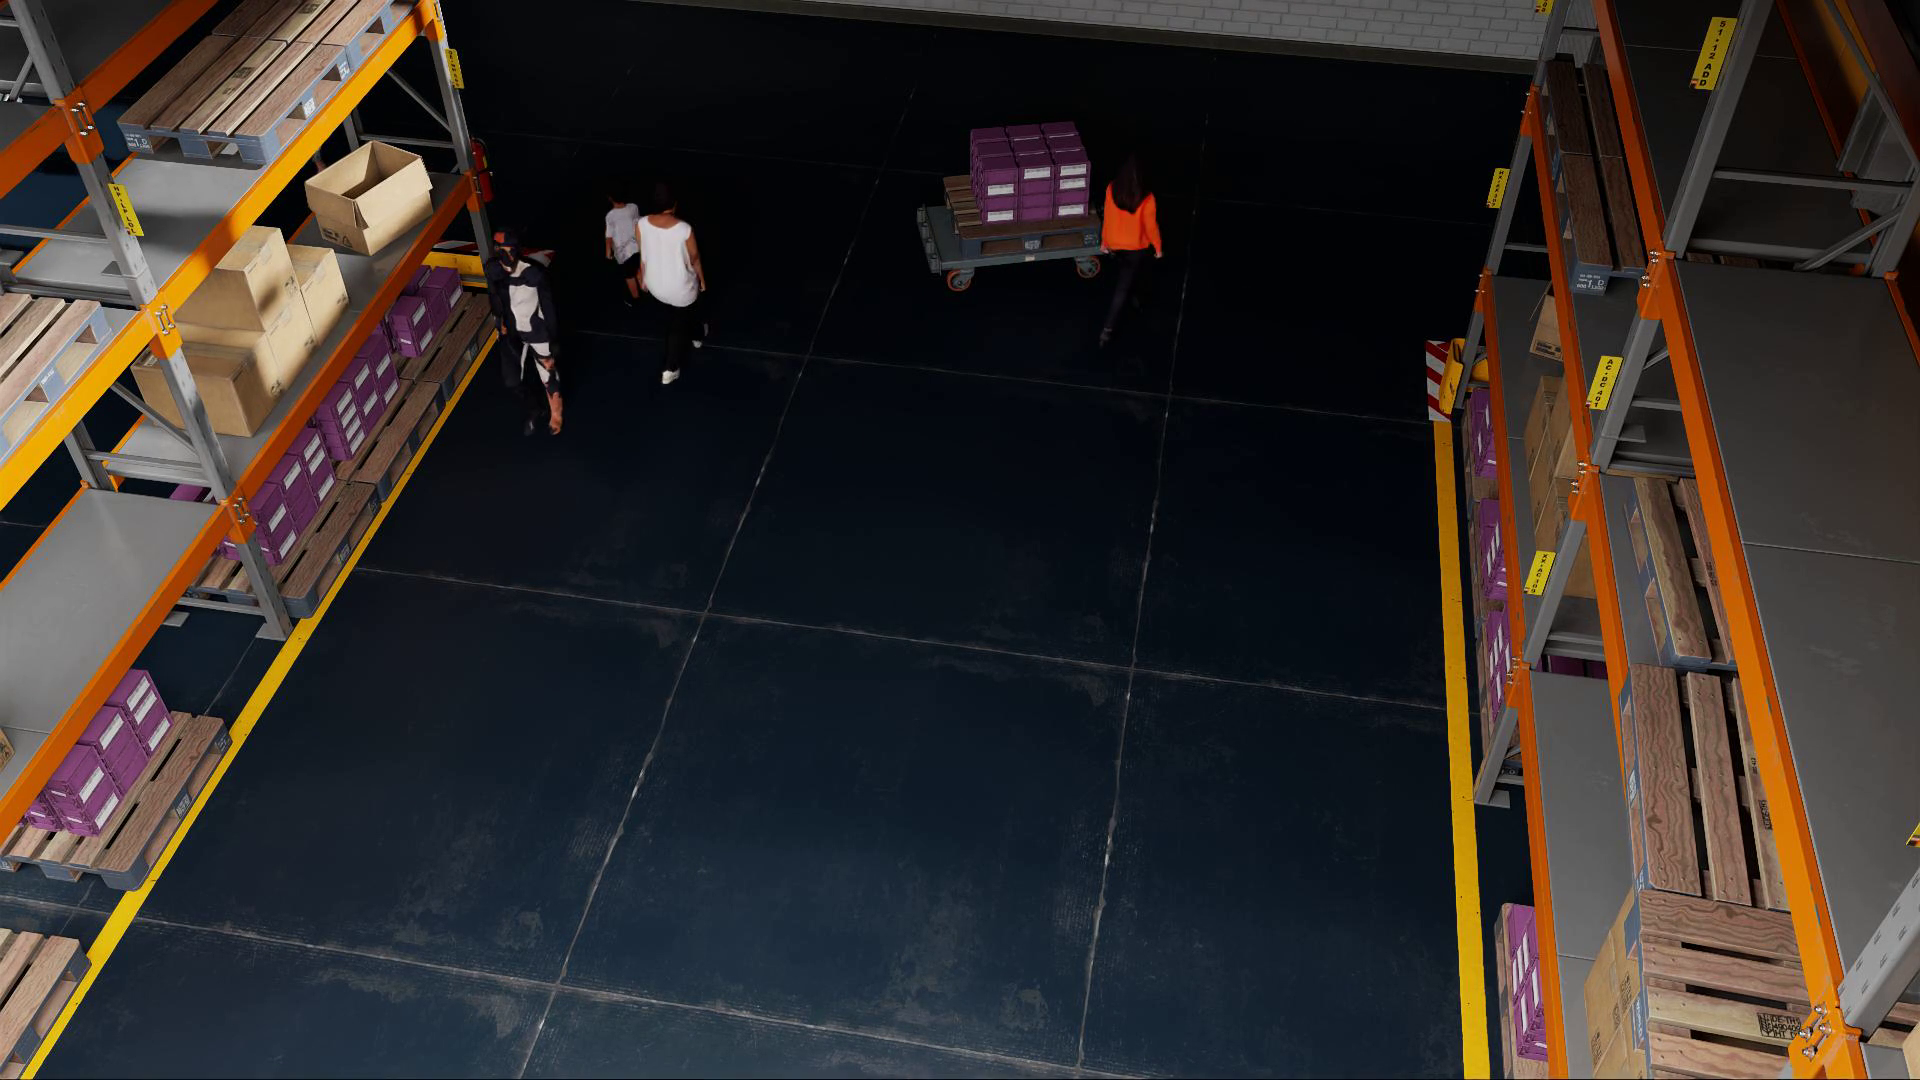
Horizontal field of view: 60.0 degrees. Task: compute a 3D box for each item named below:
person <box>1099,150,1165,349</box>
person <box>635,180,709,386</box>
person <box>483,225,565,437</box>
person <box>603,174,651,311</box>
[{"bbox_3d":[1.295,-2.299,13.359,1.139,1.715,1.004,-34,53,-31],"label":"person"},{"bbox_3d":[-2.281,-1.985,13.081,0.827,1.645,1.141,16,46,16],"label":"person"},{"bbox_3d":[-3.226,-1.615,12.526,0.701,1.873,0.647,6,44,6],"label":"person"},{"bbox_3d":[-2.742,-2.434,13.840,0.560,1.247,0.644,-34,53,-30],"label":"person"}]
